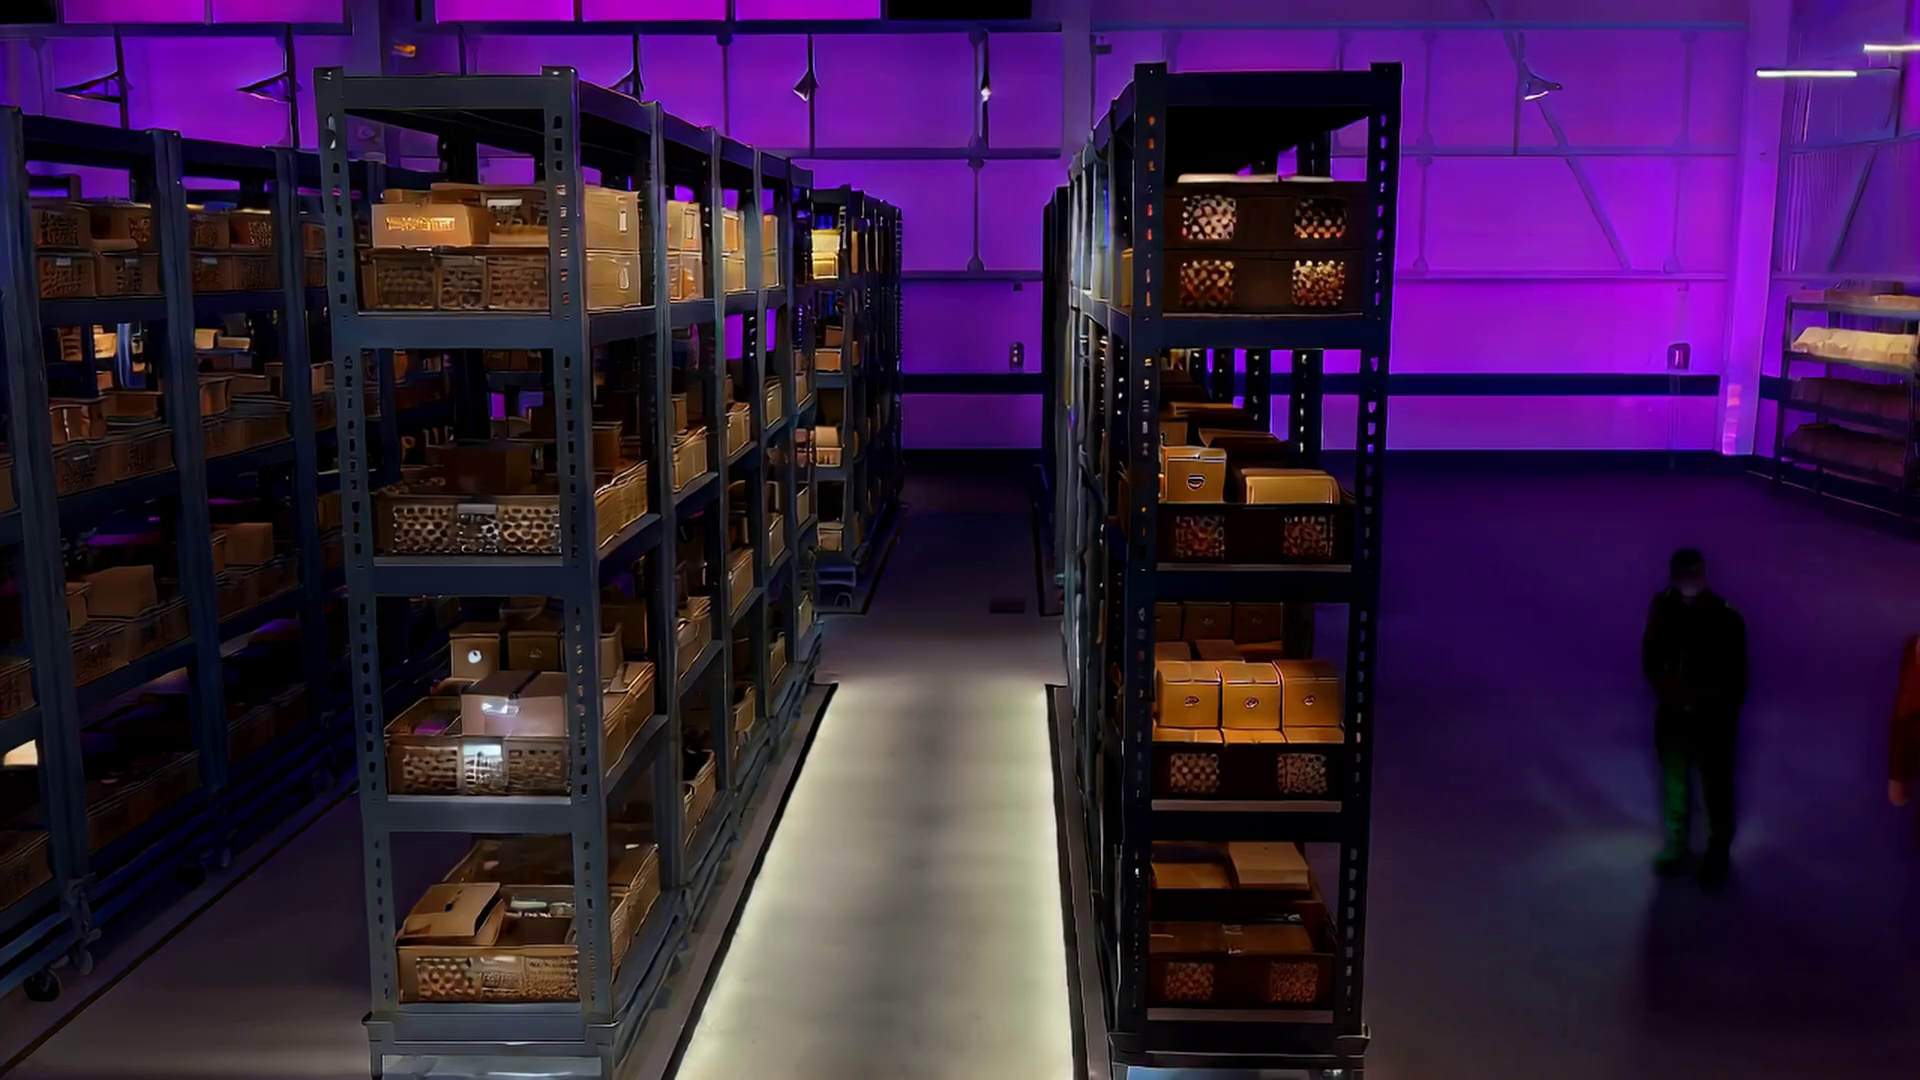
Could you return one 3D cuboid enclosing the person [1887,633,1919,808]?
[{"bbox_3d":[4.221,0.969,6.975,0.596,1.778,0.815,9,13,44],"label":"person"}]
